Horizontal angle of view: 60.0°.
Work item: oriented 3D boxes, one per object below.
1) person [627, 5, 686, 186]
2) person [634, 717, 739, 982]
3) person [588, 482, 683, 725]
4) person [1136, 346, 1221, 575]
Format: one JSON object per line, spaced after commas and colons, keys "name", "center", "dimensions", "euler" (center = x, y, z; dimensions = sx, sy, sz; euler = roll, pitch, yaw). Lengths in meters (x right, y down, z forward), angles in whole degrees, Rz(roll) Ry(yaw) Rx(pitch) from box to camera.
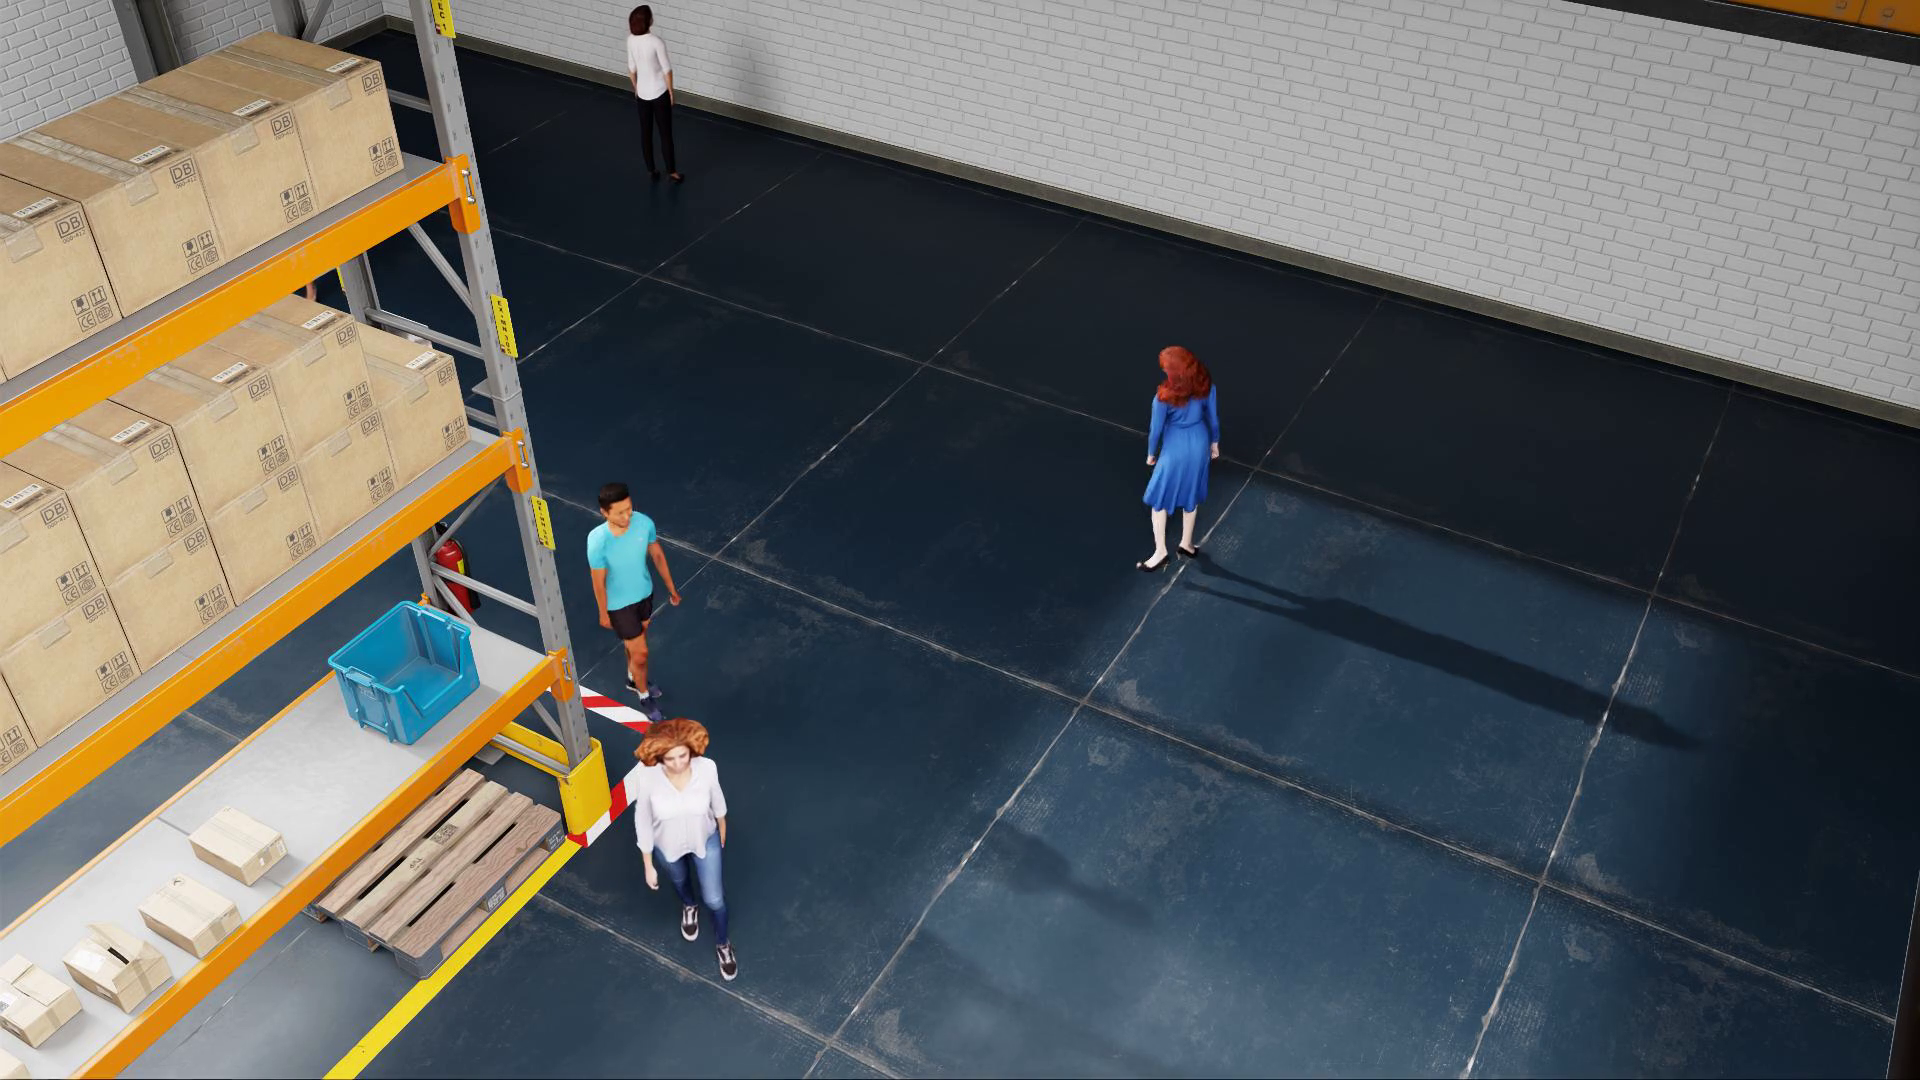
{"name": "person", "center": [-2.996, -4.318, 16.199], "dimensions": [0.632, 1.794, 0.562], "euler": [14, 41, 17]}
{"name": "person", "center": [-1.491, 1.532, 8.961], "dimensions": [0.897, 1.686, 0.974], "euler": [-6, 39, -7]}
{"name": "person", "center": [-2.139, 0.321, 10.418], "dimensions": [0.758, 1.760, 0.706], "euler": [25, 45, 28]}
{"name": "person", "center": [1.574, -0.560, 11.483], "dimensions": [0.807, 1.808, 0.839], "euler": [4, 39, 4]}
